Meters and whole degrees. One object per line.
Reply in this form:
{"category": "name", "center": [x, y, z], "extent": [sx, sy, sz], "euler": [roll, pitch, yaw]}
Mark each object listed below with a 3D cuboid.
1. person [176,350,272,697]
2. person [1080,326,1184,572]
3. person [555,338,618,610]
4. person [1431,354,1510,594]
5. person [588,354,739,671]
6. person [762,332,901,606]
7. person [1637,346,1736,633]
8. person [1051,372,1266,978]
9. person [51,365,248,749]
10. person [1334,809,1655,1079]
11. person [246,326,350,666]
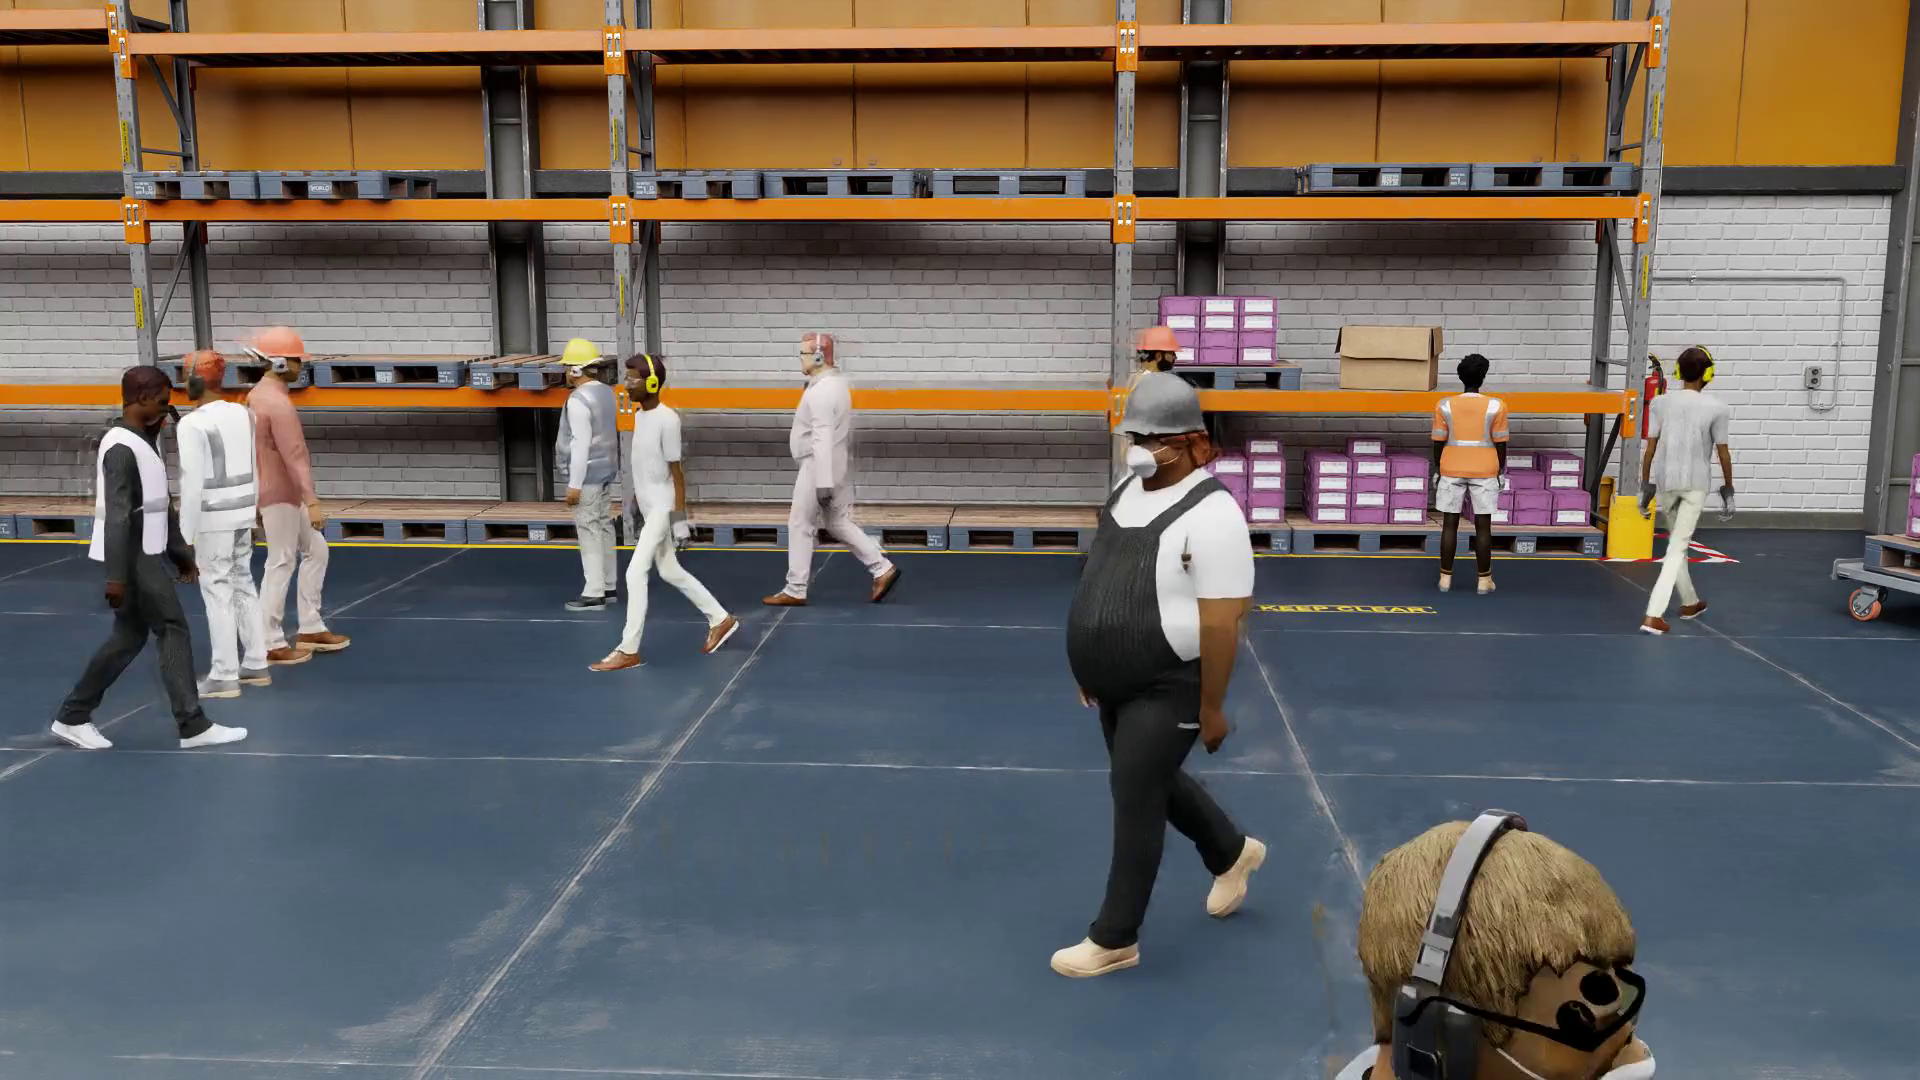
{"category": "person", "center": [-4.021, -0.085, 8.995], "extent": [0.386, 1.879, 0.613], "euler": [2, 10, 10]}
{"category": "person", "center": [1.354, -0.601, 12.042], "extent": [1.013, 1.894, 0.563], "euler": [0, 10, 3]}
{"category": "person", "center": [-2.518, -0.442, 11.235], "extent": [0.404, 1.830, 0.599], "euler": [2, 10, 9]}
{"category": "person", "center": [3.597, -0.464, 11.759], "extent": [0.531, 1.698, 0.320], "euler": [4, 11, 24]}
{"category": "person", "center": [-1.725, -0.181, 9.725], "extent": [0.934, 1.836, 0.536], "euler": [-6, 11, -30]}
{"category": "person", "center": [-0.876, -0.469, 11.247], "extent": [0.884, 1.877, 0.646], "euler": [1, 10, 9]}
{"category": "person", "center": [4.651, -0.327, 10.624], "extent": [1.005, 1.817, 0.530], "euler": [-9, 13, -43]}
{"category": "person", "center": [0.716, 0.412, 5.626], "extent": [0.892, 2.000, 0.681], "euler": [-4, 10, -21]}
{"category": "person", "center": [-4.018, 0.089, 8.046], "extent": [0.846, 1.869, 0.601], "euler": [-4, 11, -23]}
{"category": "person", "center": [0.533, 1.178, 1.549], "extent": [0.976, 1.894, 0.653], "euler": [6, 11, 31]}
{"category": "person", "center": [-3.848, -0.255, 9.714], "extent": [0.713, 1.967, 0.627], "euler": [-6, 11, -30]}
